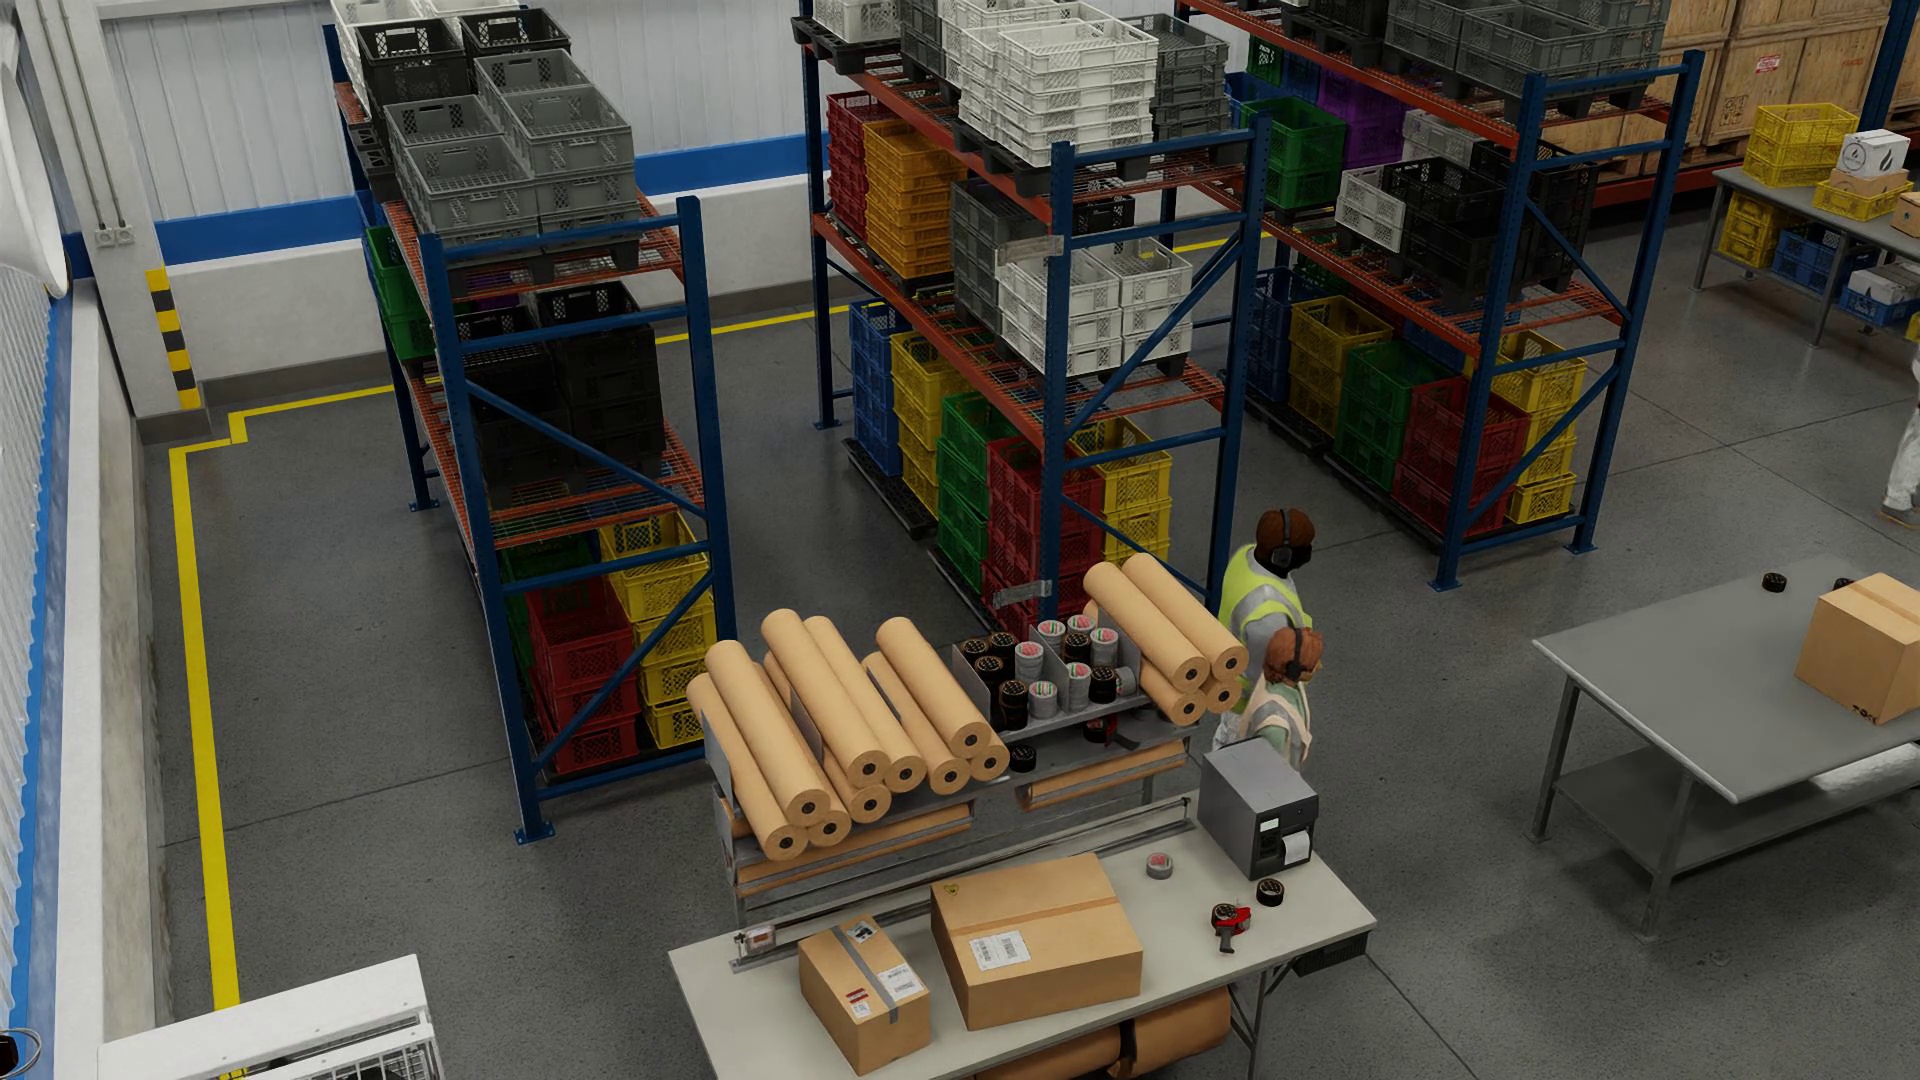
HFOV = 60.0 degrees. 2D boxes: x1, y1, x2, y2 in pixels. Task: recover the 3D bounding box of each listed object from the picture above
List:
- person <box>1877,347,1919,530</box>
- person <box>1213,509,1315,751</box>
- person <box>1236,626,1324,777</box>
[{"bbox_3d":[5.944,-0.981,10.019,0.385,1.881,0.581,22,38,31],"label":"person"},{"bbox_3d":[1.326,0.664,7.391,0.430,1.837,0.629,0,32,1],"label":"person"},{"bbox_3d":[1.281,1.045,6.967,0.324,1.628,0.528,9,33,15],"label":"person"}]
